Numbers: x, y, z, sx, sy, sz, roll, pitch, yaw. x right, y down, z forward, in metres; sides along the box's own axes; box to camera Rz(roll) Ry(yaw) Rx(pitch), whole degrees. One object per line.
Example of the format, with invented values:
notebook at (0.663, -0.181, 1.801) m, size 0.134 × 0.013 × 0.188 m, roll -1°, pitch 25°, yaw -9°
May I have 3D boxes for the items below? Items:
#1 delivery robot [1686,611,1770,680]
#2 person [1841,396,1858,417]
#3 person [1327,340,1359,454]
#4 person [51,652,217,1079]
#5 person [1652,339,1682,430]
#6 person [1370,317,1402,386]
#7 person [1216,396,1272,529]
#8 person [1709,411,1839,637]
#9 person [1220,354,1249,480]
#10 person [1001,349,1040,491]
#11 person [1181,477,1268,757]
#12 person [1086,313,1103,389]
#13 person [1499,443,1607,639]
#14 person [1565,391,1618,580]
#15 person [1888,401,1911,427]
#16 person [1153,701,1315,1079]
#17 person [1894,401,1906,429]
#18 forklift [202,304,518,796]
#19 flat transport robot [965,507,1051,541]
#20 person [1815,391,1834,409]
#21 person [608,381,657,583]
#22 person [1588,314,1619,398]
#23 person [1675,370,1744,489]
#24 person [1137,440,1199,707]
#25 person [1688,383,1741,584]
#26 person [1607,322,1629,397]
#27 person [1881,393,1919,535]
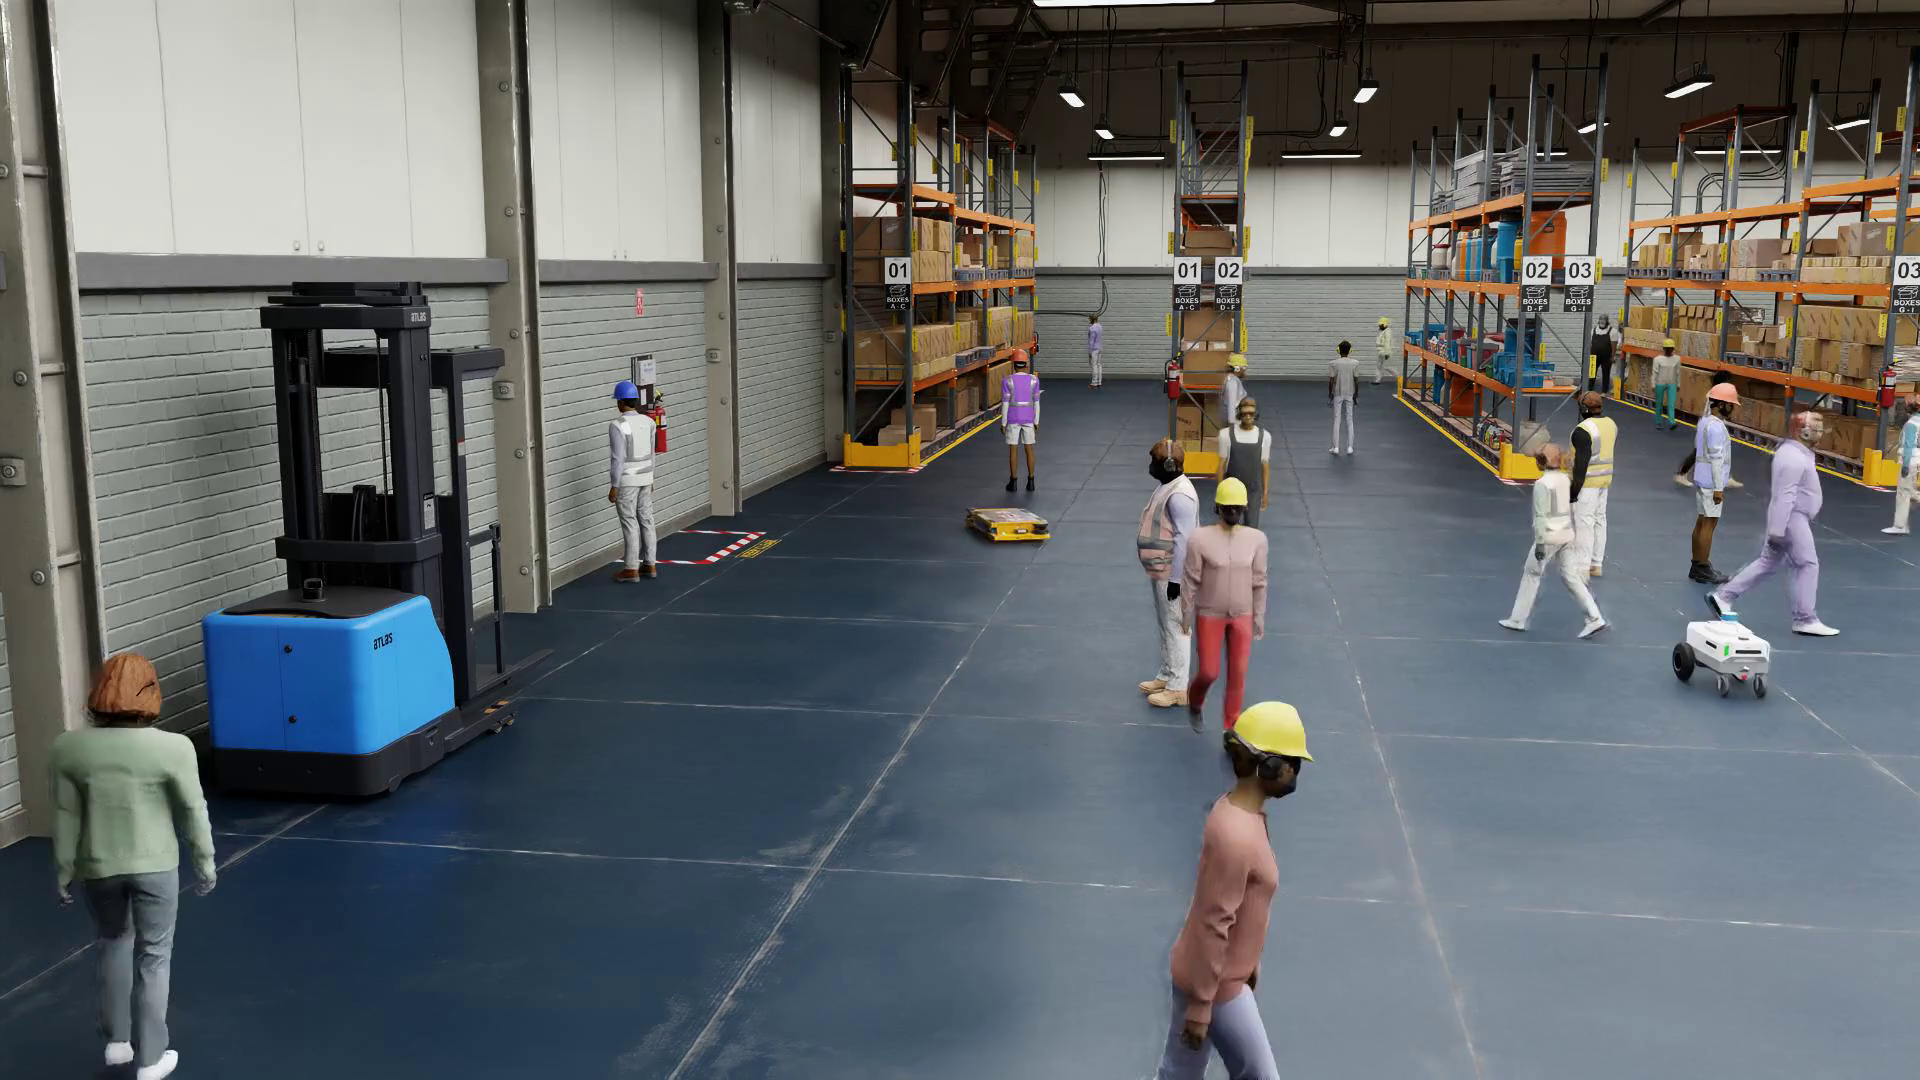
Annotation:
delivery robot at (5.567, 0.763, 12.070) m, size 0.477 × 0.478 × 0.707 m, roll 0°, pitch 9°, yaw 1°
person at (18.544, -3.517, 34.557) m, size 0.559 × 1.884 × 1.007 m, roll 3°, pitch 10°, yaw 19°
person at (6.330, -2.364, 27.468) m, size 0.508 × 1.872 × 0.328 m, roll 0°, pitch 9°, yaw 2°
person at (-3.043, 1.212, 6.168) m, size 0.537 × 1.619 × 0.388 m, roll -1°, pitch 9°, yaw -6°
person at (13.329, -2.924, 31.356) m, size 0.546 × 1.715 × 0.920 m, roll 2°, pitch 9°, yaw 10°
person at (11.154, -4.921, 43.434) m, size 0.735 × 1.811 × 0.601 m, roll 0°, pitch 9°, yaw -2°
person at (2.705, -0.473, 15.917) m, size 0.517 × 1.827 × 0.630 m, roll 0°, pitch 9°, yaw 1°
person at (6.825, -0.152, 13.845) m, size 0.927 × 1.866 × 0.645 m, roll 3°, pitch 10°, yaw 19°
person at (3.950, -1.758, 23.884) m, size 0.432 × 1.814 × 0.615 m, roll 1°, pitch 9°, yaw 8°
person at (0.818, -1.649, 22.855) m, size 0.550 × 1.935 × 0.376 m, roll -2°, pitch 9°, yaw -12°
person at (1.644, 0.459, 10.410) m, size 0.531 × 1.753 × 0.501 m, roll -1°, pitch 9°, yaw -8°
person at (3.446, -4.829, 42.491) m, size 0.361 × 1.934 × 0.632 m, roll 5°, pitch 10°, yaw 27°
person at (4.930, 0.004, 13.713) m, size 0.556 × 1.593 × 0.849 m, roll -8°, pitch 12°, yaw -41°
person at (6.159, -0.540, 16.327) m, size 0.620 × 1.840 × 0.430 m, roll -8°, pitch 12°, yaw -40°
person at (17.732, -2.982, 31.323) m, size 0.587 × 1.867 × 0.698 m, roll 2°, pitch 9°, yaw 11°
person at (0.839, 1.341, 5.094) m, size 0.886 × 1.705 × 0.541 m, roll 1°, pitch 9°, yaw 7°
person at (17.238, -2.783, 30.050) m, size 0.617 × 1.894 × 1.066 m, roll 1°, pitch 9°, yaw 7°
forklift at (-3.673, -0.038, 10.147) m, size 1.129 × 2.768 × 1.873 m, roll 1°, pitch 9°, yaw 9°
flat transport robot at (0.533, -0.195, 19.139) m, size 0.652 × 0.197 × 1.431 m, roll -2°, pitch 9°, yaw -13°
person at (17.211, -3.134, 32.993) m, size 0.526 × 1.618 × 0.384 m, roll 3°, pitch 10°, yaw 20°
person at (-3.201, -0.574, 16.187) m, size 0.405 × 1.945 × 0.615 m, roll 5°, pitch 11°, yaw 29°
person at (15.195, -4.365, 39.419) m, size 0.687 × 2.000 × 0.842 m, roll 6°, pitch 11°, yaw 34°
person at (10.383, -1.529, 23.005) m, size 0.886 × 1.643 × 0.539 m, roll 4°, pitch 10°, yaw 23°
person at (1.447, 0.222, 11.611) m, size 0.429 × 1.841 × 0.633 m, roll 0°, pitch 9°, yaw -2°
person at (7.323, -0.557, 16.138) m, size 0.365 × 1.932 × 0.543 m, roll 2°, pitch 9°, yaw 12°
person at (15.889, -4.334, 39.732) m, size 0.767 × 1.847 × 0.614 m, roll -1°, pitch 9°, yaw -5°
person at (10.865, -0.857, 18.909) m, size 0.497 × 1.623 × 0.532 m, roll 9°, pitch 13°, yaw 44°
